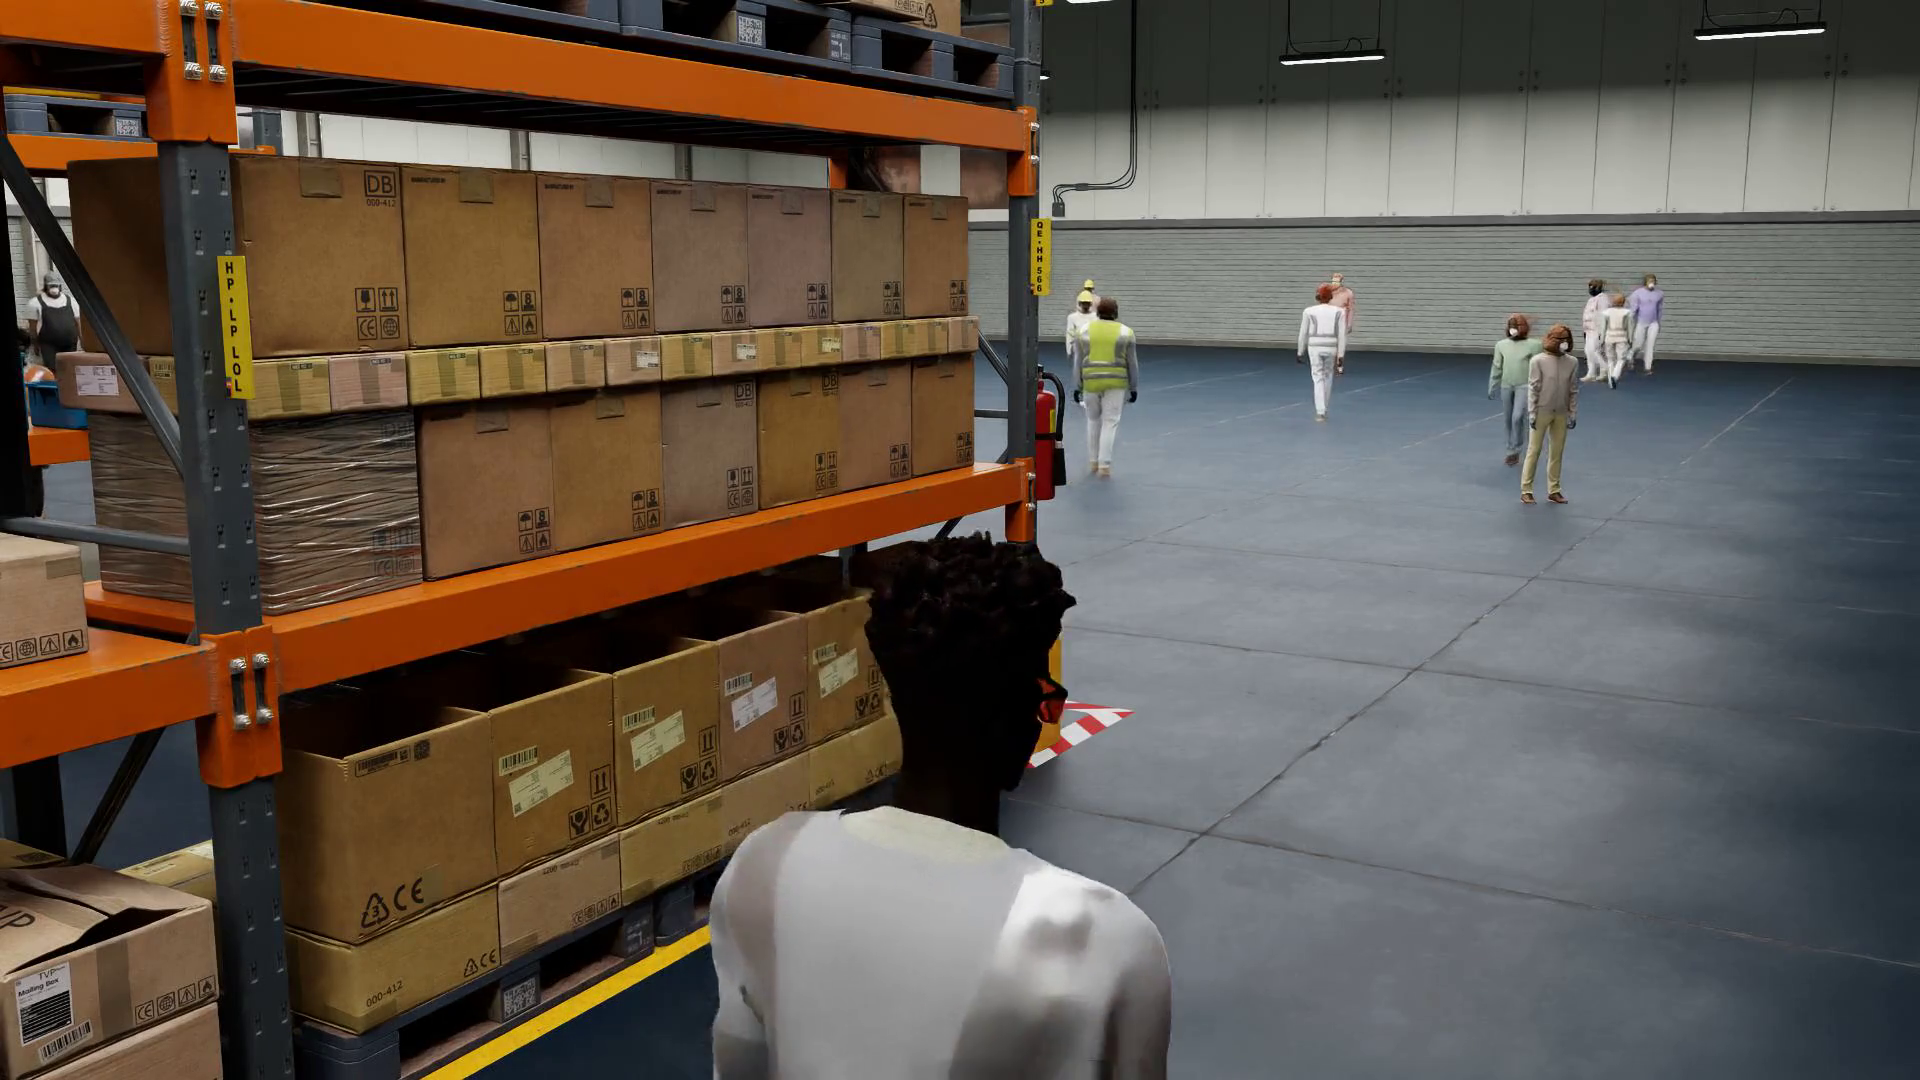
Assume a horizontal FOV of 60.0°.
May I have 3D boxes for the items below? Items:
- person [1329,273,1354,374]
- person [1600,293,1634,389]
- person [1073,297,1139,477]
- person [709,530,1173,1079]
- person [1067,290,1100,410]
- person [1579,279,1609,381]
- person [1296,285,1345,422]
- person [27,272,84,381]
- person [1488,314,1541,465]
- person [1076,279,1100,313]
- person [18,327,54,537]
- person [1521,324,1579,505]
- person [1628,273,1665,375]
[{"bbox_3d":[7.116,-4.095,31.531,0.639,1.901,0.402,3,10,18],"label":"person"},{"bbox_3d":[10.932,-3.309,27.727,0.525,1.619,0.566,7,12,34],"label":"person"},{"bbox_3d":[1.512,-1.571,17.028,0.649,1.800,0.910,2,10,13],"label":"person"},{"bbox_3d":[-0.063,0.948,1.942,0.610,1.930,0.956,7,12,36],"label":"person"},{"bbox_3d":[1.842,-2.810,24.481,0.528,1.730,0.880,1,10,7],"label":"person"},{"bbox_3d":[11.254,-3.708,29.489,0.434,1.828,0.625,1,10,6],"label":"person"},{"bbox_3d":[4.893,-2.541,22.622,0.594,1.830,0.974,0,10,-2],"label":"person"},{"bbox_3d":[-12.982,-2.882,24.012,0.687,2.000,0.976,-9,13,-42],"label":"person"},{"bbox_3d":[5.866,-1.590,17.707,0.518,1.608,0.684,9,13,42],"label":"person"},{"bbox_3d":[2.704,-4.640,35.183,0.523,1.749,0.514,1,10,3],"label":"person"},{"bbox_3d":[-7.371,-0.844,13.097,0.548,1.686,0.487,-2,10,-10],"label":"person"},{"bbox_3d":[5.308,-1.120,14.930,0.500,1.626,0.302,-2,10,-12],"label":"person"},{"bbox_3d":[12.953,-4.087,31.443,0.632,1.919,0.712,0,10,-1],"label":"person"}]
